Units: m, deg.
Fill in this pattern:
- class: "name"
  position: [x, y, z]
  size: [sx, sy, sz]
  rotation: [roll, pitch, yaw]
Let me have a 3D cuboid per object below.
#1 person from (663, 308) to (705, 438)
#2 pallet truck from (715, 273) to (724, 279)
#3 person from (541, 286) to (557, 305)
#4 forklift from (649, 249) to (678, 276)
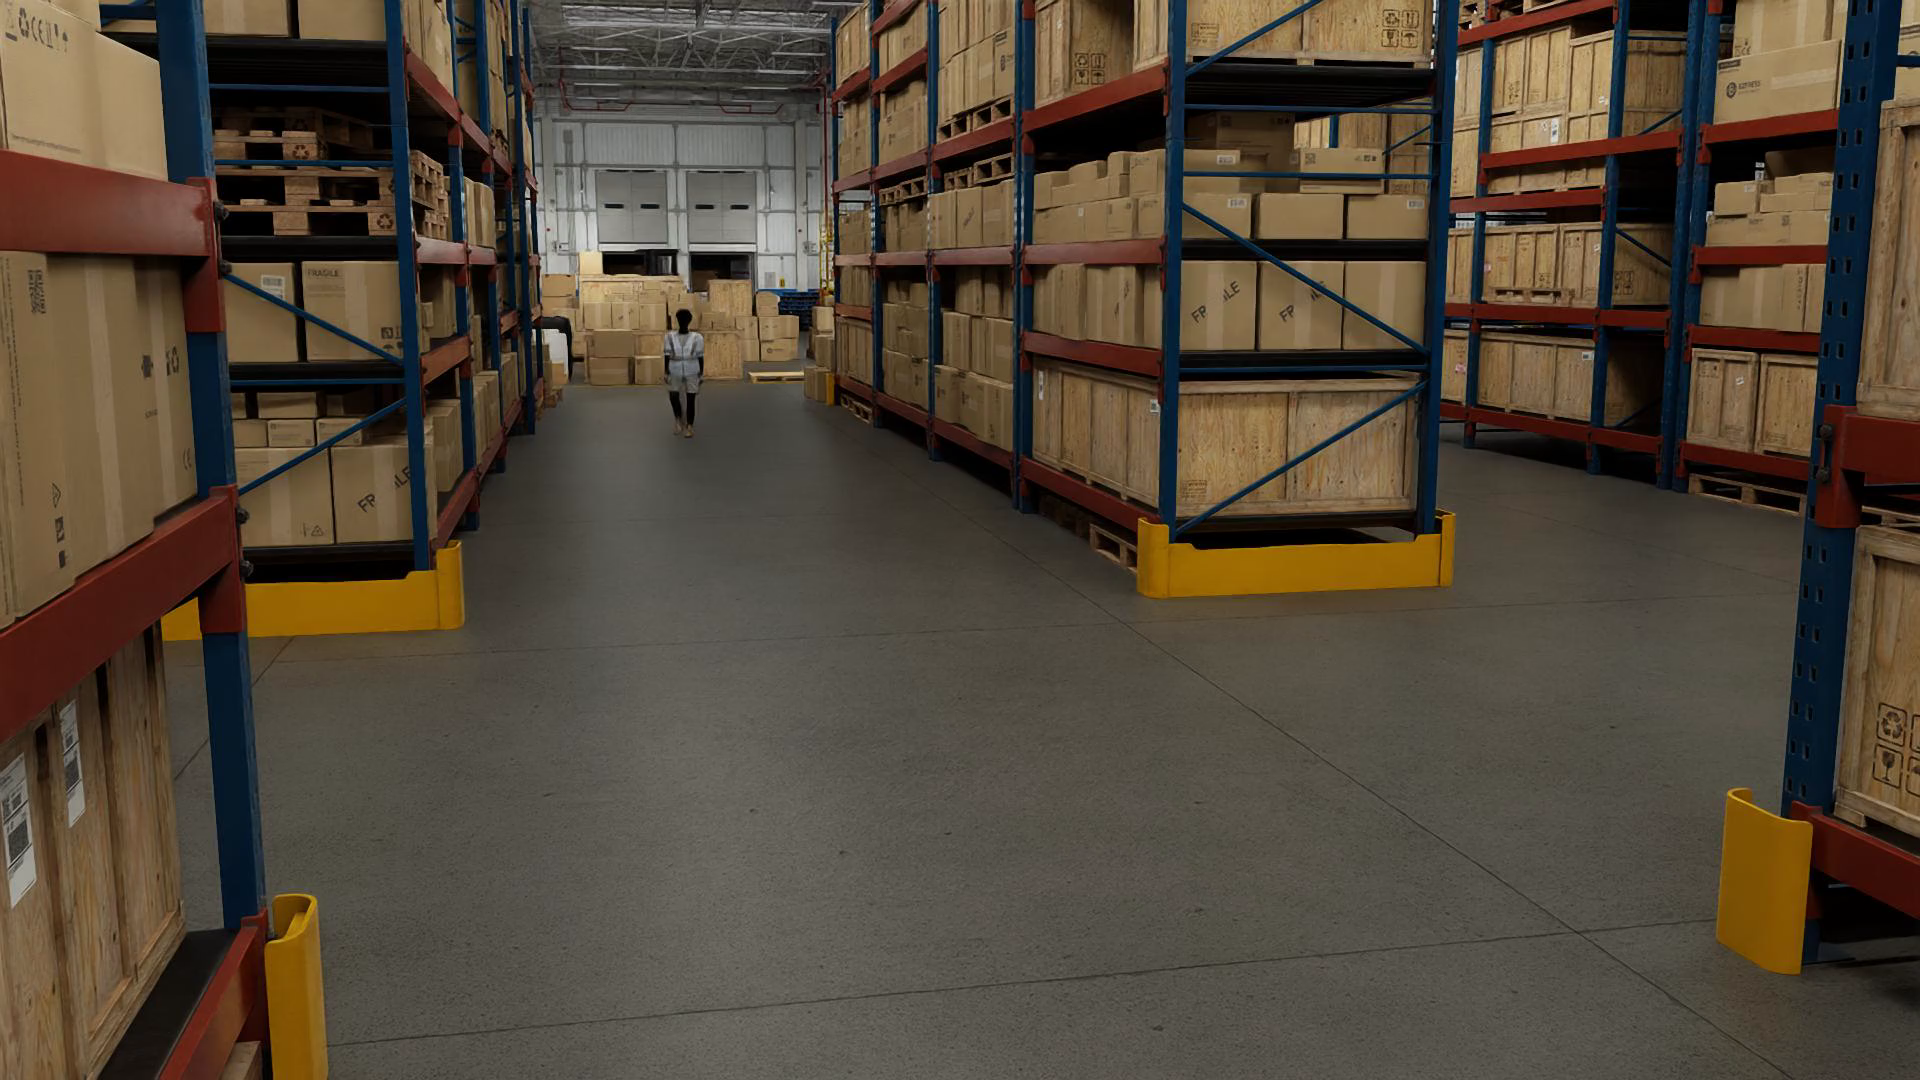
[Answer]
- class: "person"
  position: [-3.581, -2.164, 21.618]
  size: [0.551, 1.685, 0.366]
  rotation: [-1, 9, -4]
- class: "pallet truck"
  position: [-8.580, -8.986, 62.280]
  size: [1.885, 1.965, 0.823]
  rotation: [1, 9, 5]
- class: "person"
  position: [-14.531, -8.387, 58.846]
  size: [0.589, 1.927, 0.368]
  rotation: [-2, 9, -11]
- class: "forklift"
  position: [-9.883, -8.343, 55.675]
  size: [1.129, 2.768, 1.873]
  rotation: [-7, 12, -38]
